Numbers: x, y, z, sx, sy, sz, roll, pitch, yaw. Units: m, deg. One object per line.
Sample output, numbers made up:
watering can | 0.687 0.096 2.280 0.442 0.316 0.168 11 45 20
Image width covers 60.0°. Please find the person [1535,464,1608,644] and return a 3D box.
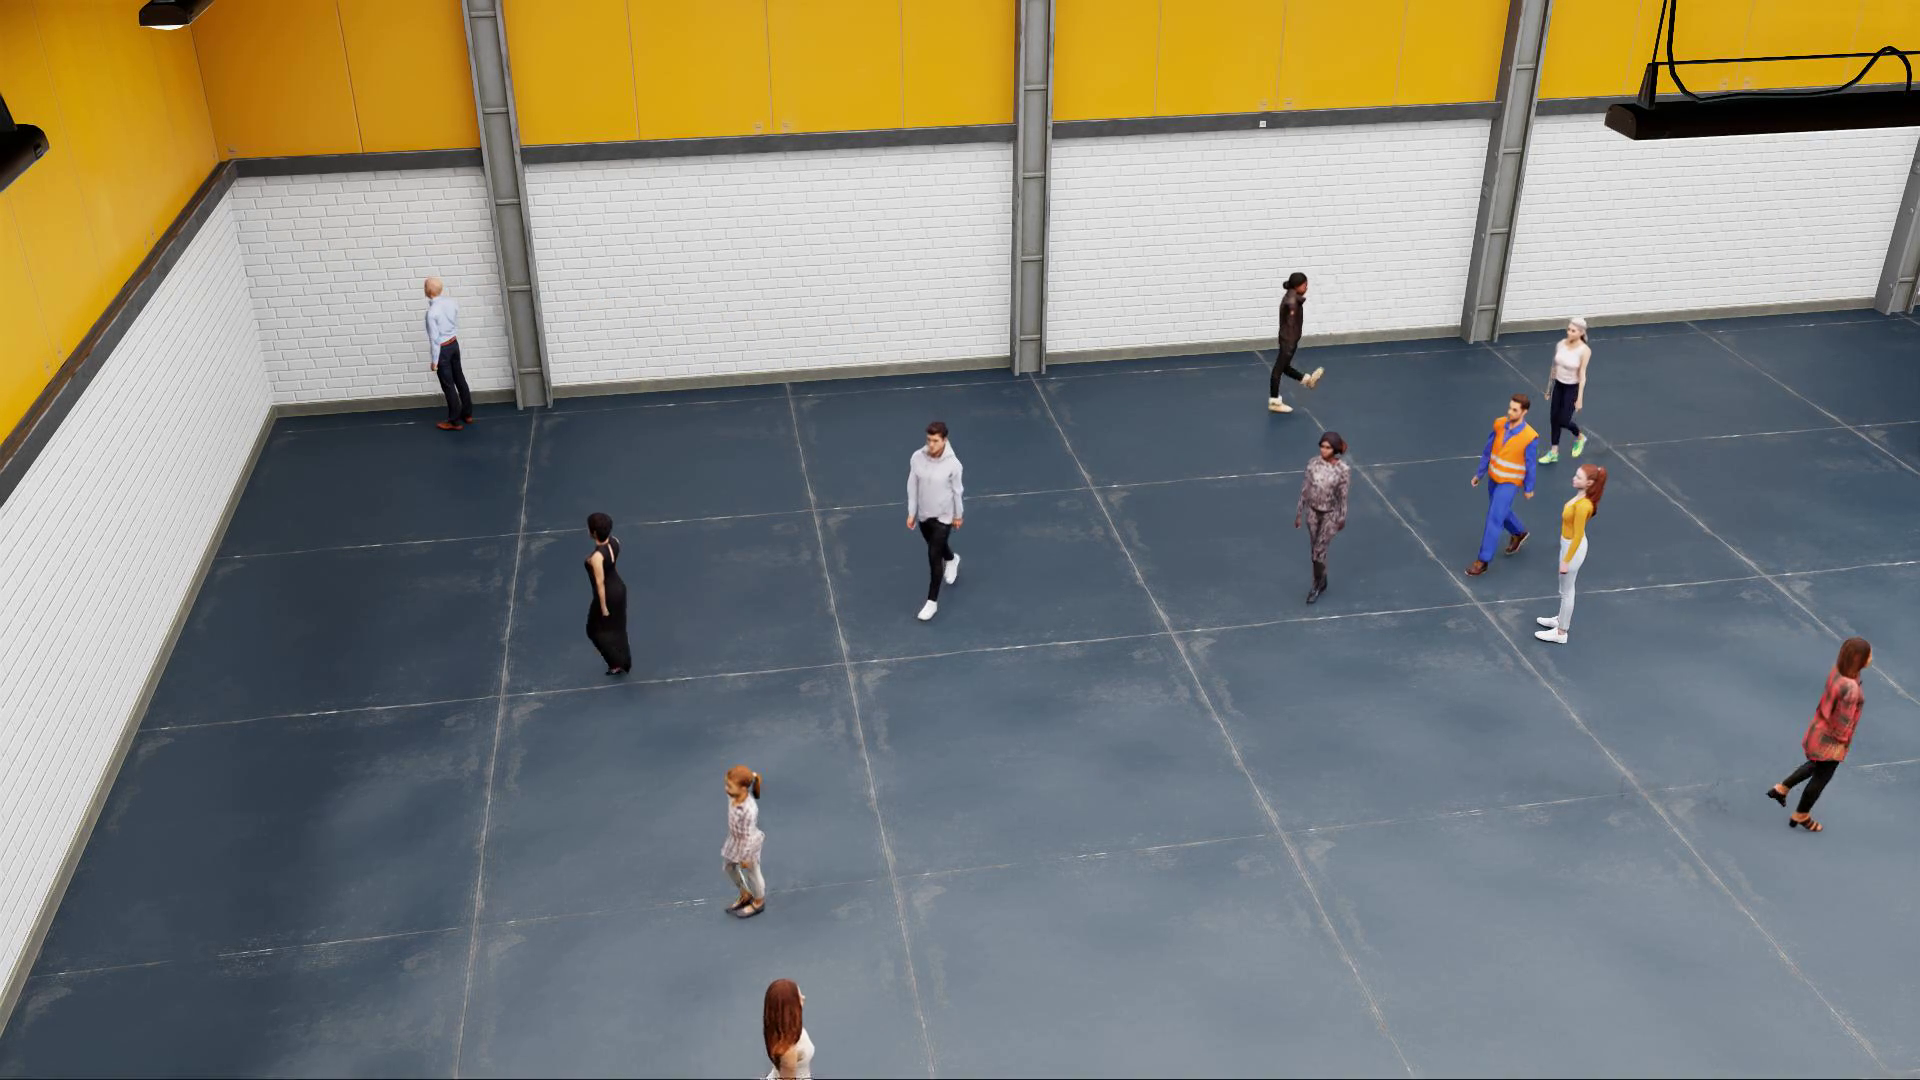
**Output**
person | 5.461 0.104 14.836 0.727 1.750 0.696 11 31 19

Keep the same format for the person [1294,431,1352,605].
person | 3.427 -0.246 15.532 0.751 1.699 0.813 21 35 33

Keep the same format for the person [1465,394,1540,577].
person | 5.296 -0.572 15.991 1.280 1.832 0.979 -17 33 -28

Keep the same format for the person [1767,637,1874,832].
person | 6.417 1.448 12.431 0.801 1.694 0.750 6 29 11

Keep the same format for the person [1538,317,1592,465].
person | 6.661 -1.632 18.080 0.854 1.692 0.725 -13 31 -23

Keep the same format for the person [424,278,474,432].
person | -5.832 -2.114 18.863 0.734 1.789 0.728 11 30 19

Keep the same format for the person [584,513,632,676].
person | -2.952 0.499 14.279 0.699 1.592 0.675 10 30 17

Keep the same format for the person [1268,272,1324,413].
person | 3.939 -2.297 19.345 0.751 1.648 0.935 -4 29 -8

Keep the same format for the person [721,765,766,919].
person | -1.443 2.095 11.654 0.638 1.303 0.622 -16 33 -27

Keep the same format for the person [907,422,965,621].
person | -0.186 -0.276 15.389 1.250 1.888 1.199 13 31 22
